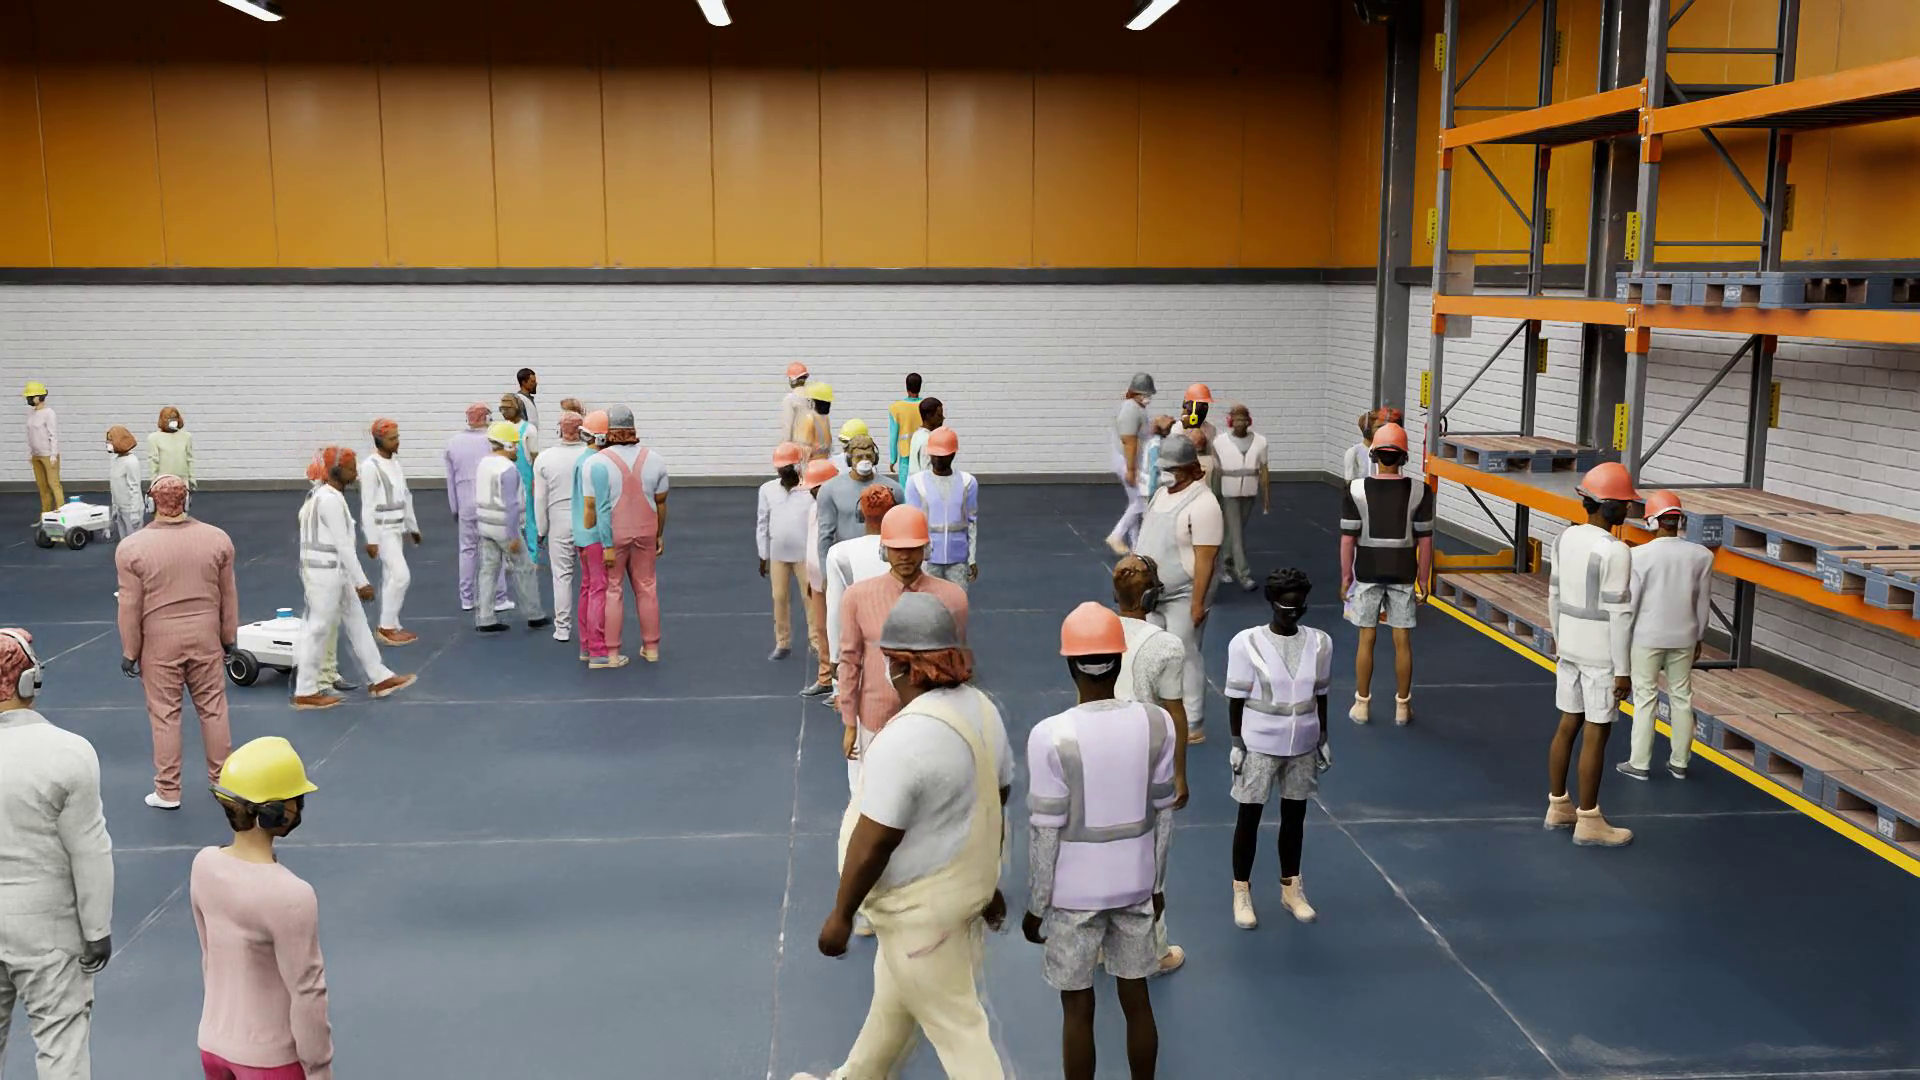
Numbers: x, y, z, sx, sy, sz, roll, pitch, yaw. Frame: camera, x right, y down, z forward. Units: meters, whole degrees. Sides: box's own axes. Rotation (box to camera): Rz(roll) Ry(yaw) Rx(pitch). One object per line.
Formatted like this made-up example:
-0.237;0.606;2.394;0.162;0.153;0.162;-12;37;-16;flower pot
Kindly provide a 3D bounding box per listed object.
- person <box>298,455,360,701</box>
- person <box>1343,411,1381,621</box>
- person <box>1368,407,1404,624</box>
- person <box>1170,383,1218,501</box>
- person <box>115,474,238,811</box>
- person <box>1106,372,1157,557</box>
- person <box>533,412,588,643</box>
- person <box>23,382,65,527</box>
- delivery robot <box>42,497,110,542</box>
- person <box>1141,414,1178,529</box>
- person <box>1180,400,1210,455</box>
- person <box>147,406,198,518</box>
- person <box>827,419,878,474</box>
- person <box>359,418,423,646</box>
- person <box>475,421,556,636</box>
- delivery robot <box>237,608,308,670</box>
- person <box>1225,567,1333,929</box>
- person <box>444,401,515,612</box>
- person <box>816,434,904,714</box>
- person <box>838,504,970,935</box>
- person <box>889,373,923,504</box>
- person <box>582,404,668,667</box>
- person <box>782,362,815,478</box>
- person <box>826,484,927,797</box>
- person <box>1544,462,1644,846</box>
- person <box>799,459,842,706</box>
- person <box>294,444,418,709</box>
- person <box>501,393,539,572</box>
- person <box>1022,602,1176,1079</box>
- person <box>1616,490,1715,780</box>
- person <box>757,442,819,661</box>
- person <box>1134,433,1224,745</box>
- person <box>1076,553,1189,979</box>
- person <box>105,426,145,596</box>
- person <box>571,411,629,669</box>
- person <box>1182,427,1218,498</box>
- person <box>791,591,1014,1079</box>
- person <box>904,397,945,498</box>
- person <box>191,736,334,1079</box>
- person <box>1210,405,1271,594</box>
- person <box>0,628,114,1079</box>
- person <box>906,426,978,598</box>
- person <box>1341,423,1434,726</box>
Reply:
-4.512;0.261;11.913;0.341;1.752;0.563;-1;9;-3;person
3.572;-0.204;14.552;0.507;1.847;0.345;-6;11;-34;person
3.670;-0.216;14.499;0.337;1.884;0.584;0;9;0;person
2.262;-0.512;16.014;0.612;1.995;0.376;-9;13;-44;person
-4.449;0.575;9.470;0.651;1.907;0.409;-9;13;-44;person
1.897;-0.786;17.592;0.535;2.000;0.743;2;9;11;person
-3.182;-0.108;13.757;0.651;1.906;0.403;-3;9;-15;person
-10.965;-1.009;19.877;0.529;1.761;0.335;5;10;30;person
-9.845;-0.240;18.521;0.477;0.478;0.707;3;9;16;delivery robot
2.012;-0.479;16.967;0.447;1.611;0.608;2;9;10;person
2.162;-0.370;15.514;0.328;1.872;0.513;1;9;9;person
-8.436;-0.621;17.831;0.267;1.631;0.507;7;11;35;person
-0.878;-0.102;13.949;0.599;1.832;0.404;7;11;37;person
-4.627;-0.062;13.580;0.440;1.876;0.631;0;9;1;person
-3.752;-0.104;14.035;0.778;1.800;0.610;-8;12;-43;person
-4.986;0.749;12.312;0.707;0.478;0.477;4;10;21;delivery robot
1.483;0.957;7.742;0.532;1.693;0.319;-2;9;-14;person
-4.300;-0.301;15.011;0.644;1.901;0.395;2;9;10;person
-0.679;0.231;11.531;0.629;1.940;0.373;-3;10;-20;person
-0.252;0.821;7.646;0.612;1.996;0.389;-1;9;-8;person
-0.519;-0.945;18.979;0.590;1.919;0.392;-1;9;-9;person
-2.639;-0.045;12.941;0.689;2.000;0.538;-6;11;-34;person
-1.927;-1.150;20.074;0.415;1.985;0.610;7;11;36;person
-0.447;0.626;9.222;0.573;1.883;0.355;0;9;3;person
3.396;0.601;8.878;0.377;2.041;0.616;-2;9;-13;person
-0.945;0.292;11.752;0.348;1.739;0.573;-6;11;-34;person
-4.273;0.259;11.652;0.993;1.833;0.575;-3;10;-18;person
-4.511;-0.578;16.899;0.516;1.843;0.325;3;10;19;person
0.460;1.169;5.665;0.542;1.931;0.375;-4;10;-21;person
4.206;0.571;9.996;0.561;1.743;0.342;0;9;-3;person
-1.286;0.105;13.002;0.638;1.733;0.364;2;9;12;person
1.377;0.302;10.764;0.537;2.000;0.685;-4;10;-21;person
0.749;0.970;7.180;0.513;1.845;0.335;6;11;31;person
-7.798;-0.256;15.577;0.493;1.625;0.280;9;13;44;person
-2.796;-0.008;12.889;0.406;1.986;0.618;-5;10;-27;person
2.150;-0.211;15.240;0.523;1.638;0.310;-7;11;-37;person
-0.173;1.132;5.550;0.991;2.000;0.693;4;10;22;person
-0.321;-0.368;15.397;0.388;1.912;0.592;-1;9;-5;person
-1.932;1.414;4.671;0.518;1.757;0.339;6;11;33;person
2.683;-0.403;15.986;0.566;1.787;1.016;-2;9;-13;person
-3.063;1.226;5.423;0.636;1.900;0.404;-1;9;-4;person
-0.124;0.125;12.218;0.548;1.931;0.381;-2;9;-11;person
2.855;0.234;11.182;0.606;2.044;0.373;2;9;11;person
